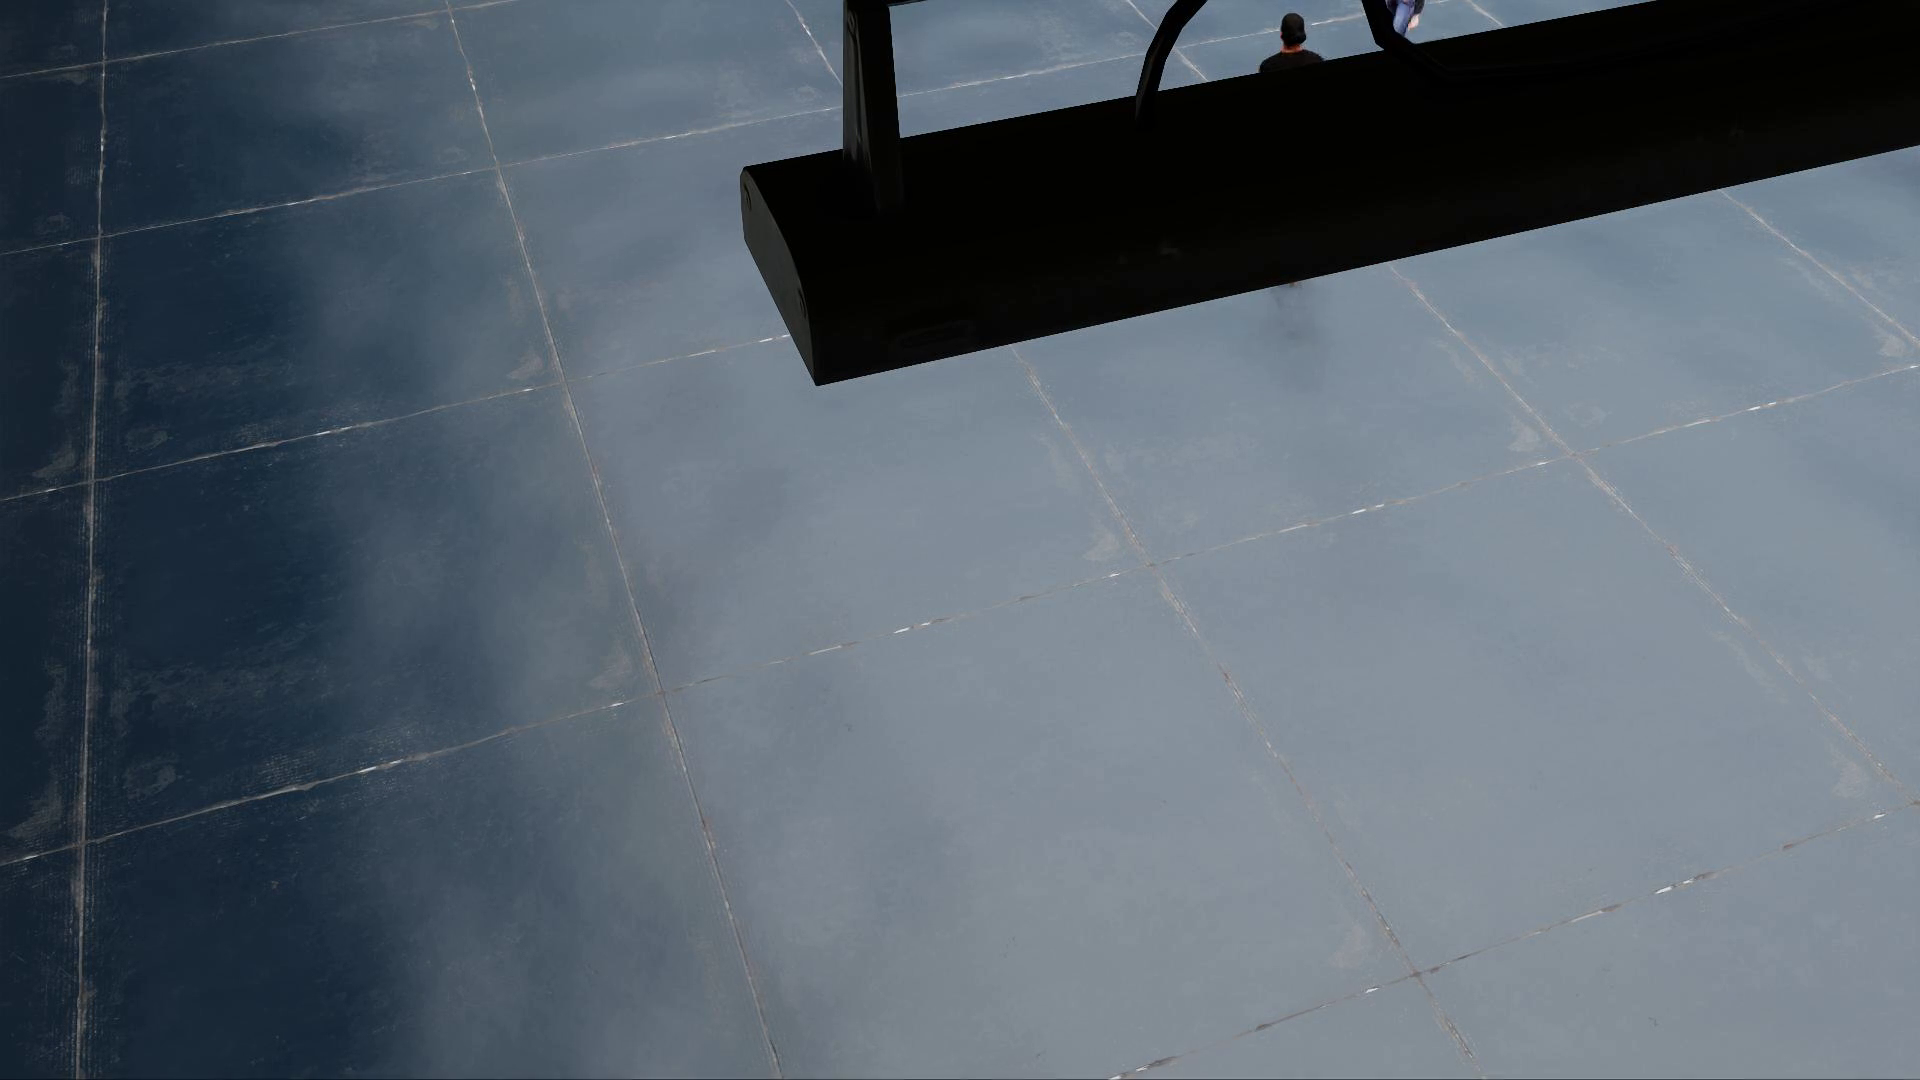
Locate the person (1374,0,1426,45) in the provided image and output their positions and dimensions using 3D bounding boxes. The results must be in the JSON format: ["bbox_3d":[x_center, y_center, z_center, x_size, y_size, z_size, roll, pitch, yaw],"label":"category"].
[{"bbox_3d":[3.642,-4.370,13.530,0.795,1.776,0.957,-25,48,-24],"label":"person"}]

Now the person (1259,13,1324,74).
[{"bbox_3d":[2.356,-2.894,11.978,0.807,1.737,0.989,-1,43,-1],"label":"person"}]
